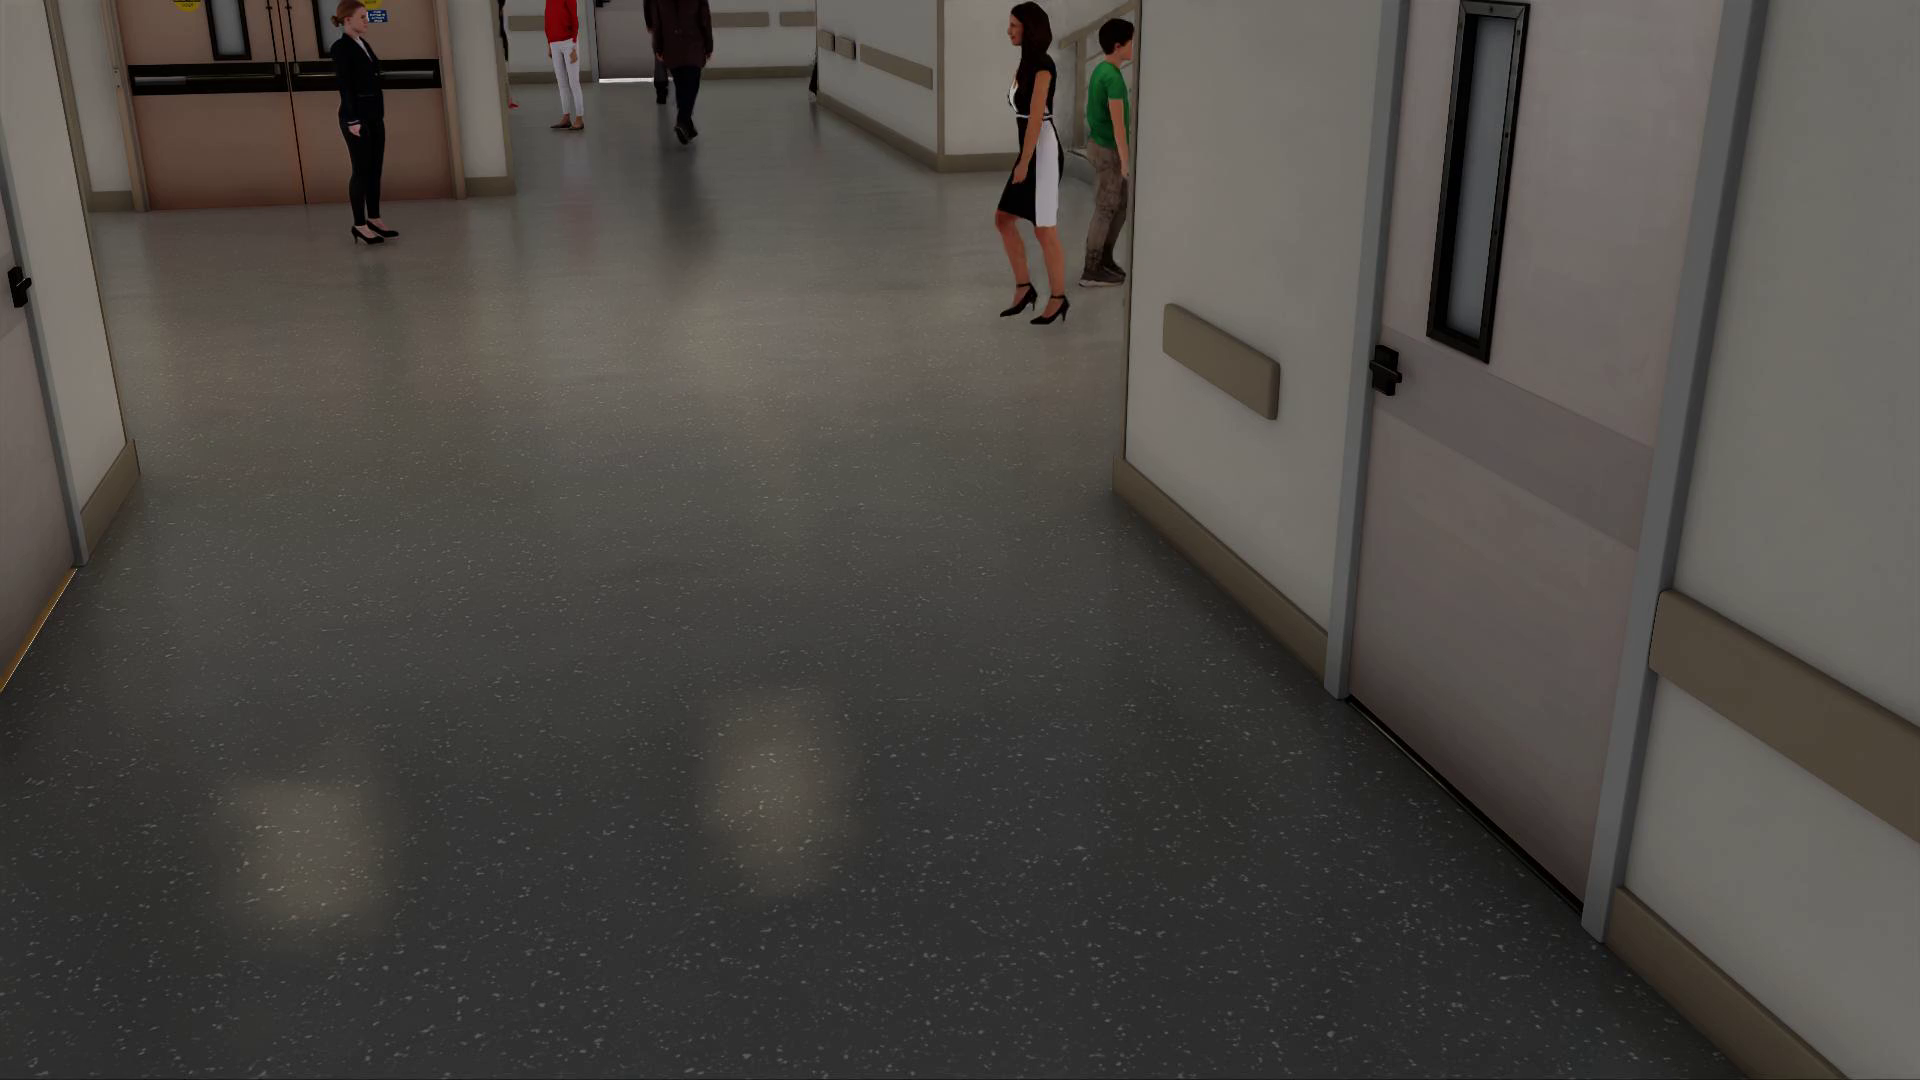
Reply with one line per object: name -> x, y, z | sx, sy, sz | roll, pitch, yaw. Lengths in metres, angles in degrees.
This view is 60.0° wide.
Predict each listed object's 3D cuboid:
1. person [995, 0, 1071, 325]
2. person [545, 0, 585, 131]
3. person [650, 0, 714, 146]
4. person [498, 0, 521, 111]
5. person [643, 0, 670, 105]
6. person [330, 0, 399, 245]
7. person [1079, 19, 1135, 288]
person -> 0.521, -2.100, 9.408 | 0.640, 1.780, 0.626 | -8, 22, -19
person -> -4.291, -5.332, 18.065 | 0.642, 1.693, 0.705 | 11, 23, 27
person -> -2.807, -4.890, 16.730 | 1.208, 1.811, 1.084 | 3, 21, 7
person -> -5.655, -6.032, 19.763 | 1.084, 1.799, 0.914 | 4, 21, 10
person -> -3.620, -6.404, 20.539 | 0.593, 1.946, 0.800 | -1, 21, -4
person -> -4.276, -2.976, 11.858 | 0.673, 1.683, 0.690 | 3, 21, 8
person -> 0.846, -2.403, 10.410 | 0.672, 1.637, 0.662 | 0, 21, -1
